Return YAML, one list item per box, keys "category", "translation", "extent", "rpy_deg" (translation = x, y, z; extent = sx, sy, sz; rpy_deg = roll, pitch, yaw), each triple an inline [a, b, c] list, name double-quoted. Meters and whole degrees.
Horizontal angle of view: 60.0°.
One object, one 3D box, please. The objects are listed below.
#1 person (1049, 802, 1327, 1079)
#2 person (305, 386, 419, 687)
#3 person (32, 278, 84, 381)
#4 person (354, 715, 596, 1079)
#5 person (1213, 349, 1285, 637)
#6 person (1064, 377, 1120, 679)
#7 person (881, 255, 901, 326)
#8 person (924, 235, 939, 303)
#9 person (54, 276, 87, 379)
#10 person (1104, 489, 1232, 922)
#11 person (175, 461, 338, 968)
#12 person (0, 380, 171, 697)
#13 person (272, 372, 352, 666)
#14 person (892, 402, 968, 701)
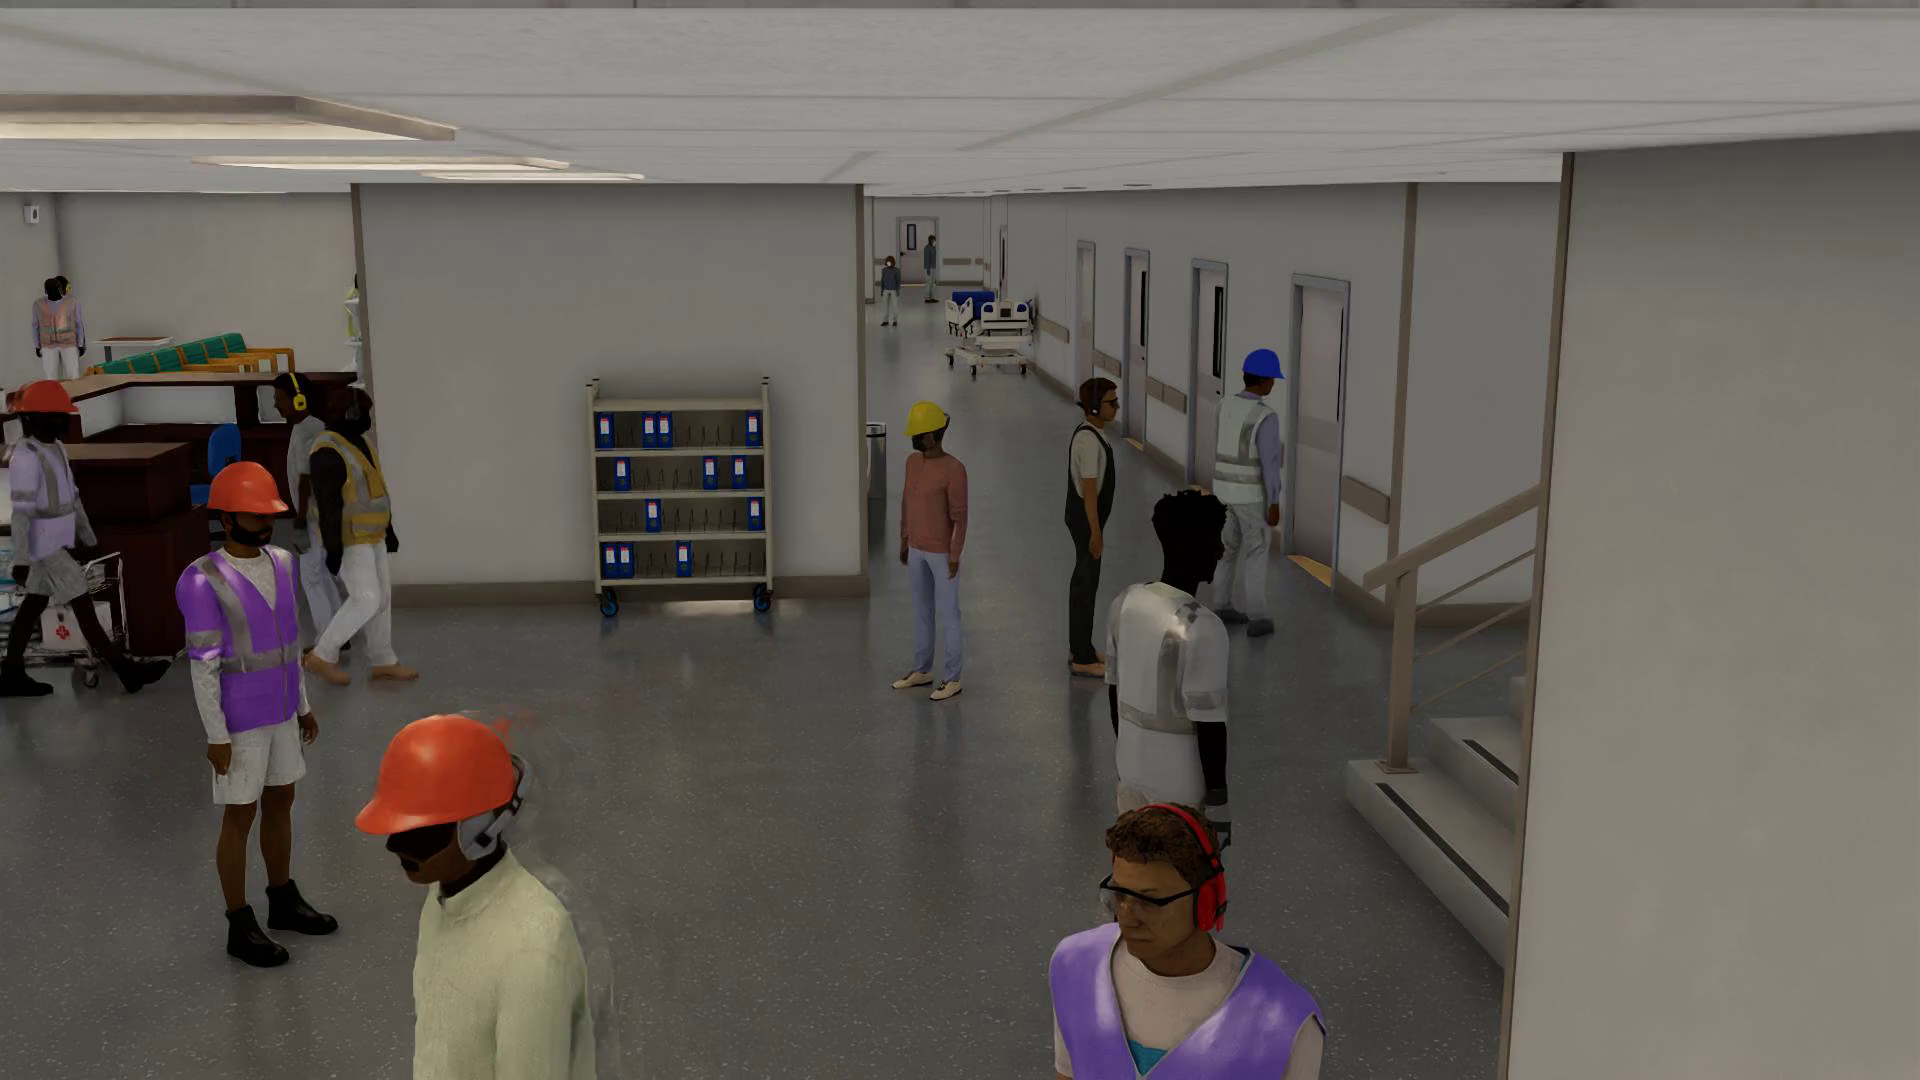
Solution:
- category: "person"
  translation: [0.413, 1.369, 3.186]
  extent: [0.568, 1.839, 0.387]
  rpy_deg: [9, 15, 37]
- category: "person"
  translation: [-3.598, -0.012, 9.970]
  extent: [0.513, 1.816, 0.654]
  rpy_deg: [0, 12, -2]
- category: "person"
  translation: [-12.455, -2.688, 22.988]
  extent: [0.633, 1.843, 0.429]
  rpy_deg: [-4, 12, -20]
- category: "person"
  translation: [-0.908, 1.278, 3.402]
  extent: [1.047, 1.938, 0.634]
  rpy_deg: [-9, 15, -37]
- category: "person"
  translation: [1.927, -0.316, 11.169]
  extent: [0.445, 1.933, 0.632]
  rpy_deg: [-6, 13, -26]
- category: "person"
  translation: [0.817, -0.083, 10.240]
  extent: [0.350, 1.847, 0.506]
  rpy_deg: [1, 12, 4]
- category: "person"
  translation: [-1.616, -5.795, 38.680]
  extent: [0.507, 1.632, 0.266]
  rpy_deg: [5, 13, 23]
- category: "person"
  translation: [-0.835, -7.701, 47.278]
  extent: [0.379, 1.932, 0.630]
  rpy_deg: [4, 12, 18]
- category: "person"
  translation: [-12.652, -2.797, 23.494]
  extent: [0.533, 1.855, 0.343]
  rpy_deg: [-6, 13, -28]
- category: "person"
  translation: [0.726, 0.792, 5.671]
  extent: [0.362, 1.963, 0.614]
  rpy_deg: [-6, 13, -26]
- category: "person"
  translation: [-2.696, 0.656, 6.407]
  extent: [0.353, 1.939, 0.544]
  rpy_deg: [4, 12, 18]
- category: "person"
  translation: [-5.229, 0.007, 9.721]
  extent: [1.027, 1.874, 0.569]
  rpy_deg: [-2, 12, -12]
- category: "person"
  translation: [-4.091, -0.132, 10.469]
  extent: [0.335, 1.855, 0.530]
  rpy_deg: [-2, 12, -9]
- category: "person"
  translation: [-0.177, 0.061, 9.764]
  extent: [0.327, 1.760, 0.523]
  rpy_deg: [-10, 15, -41]
